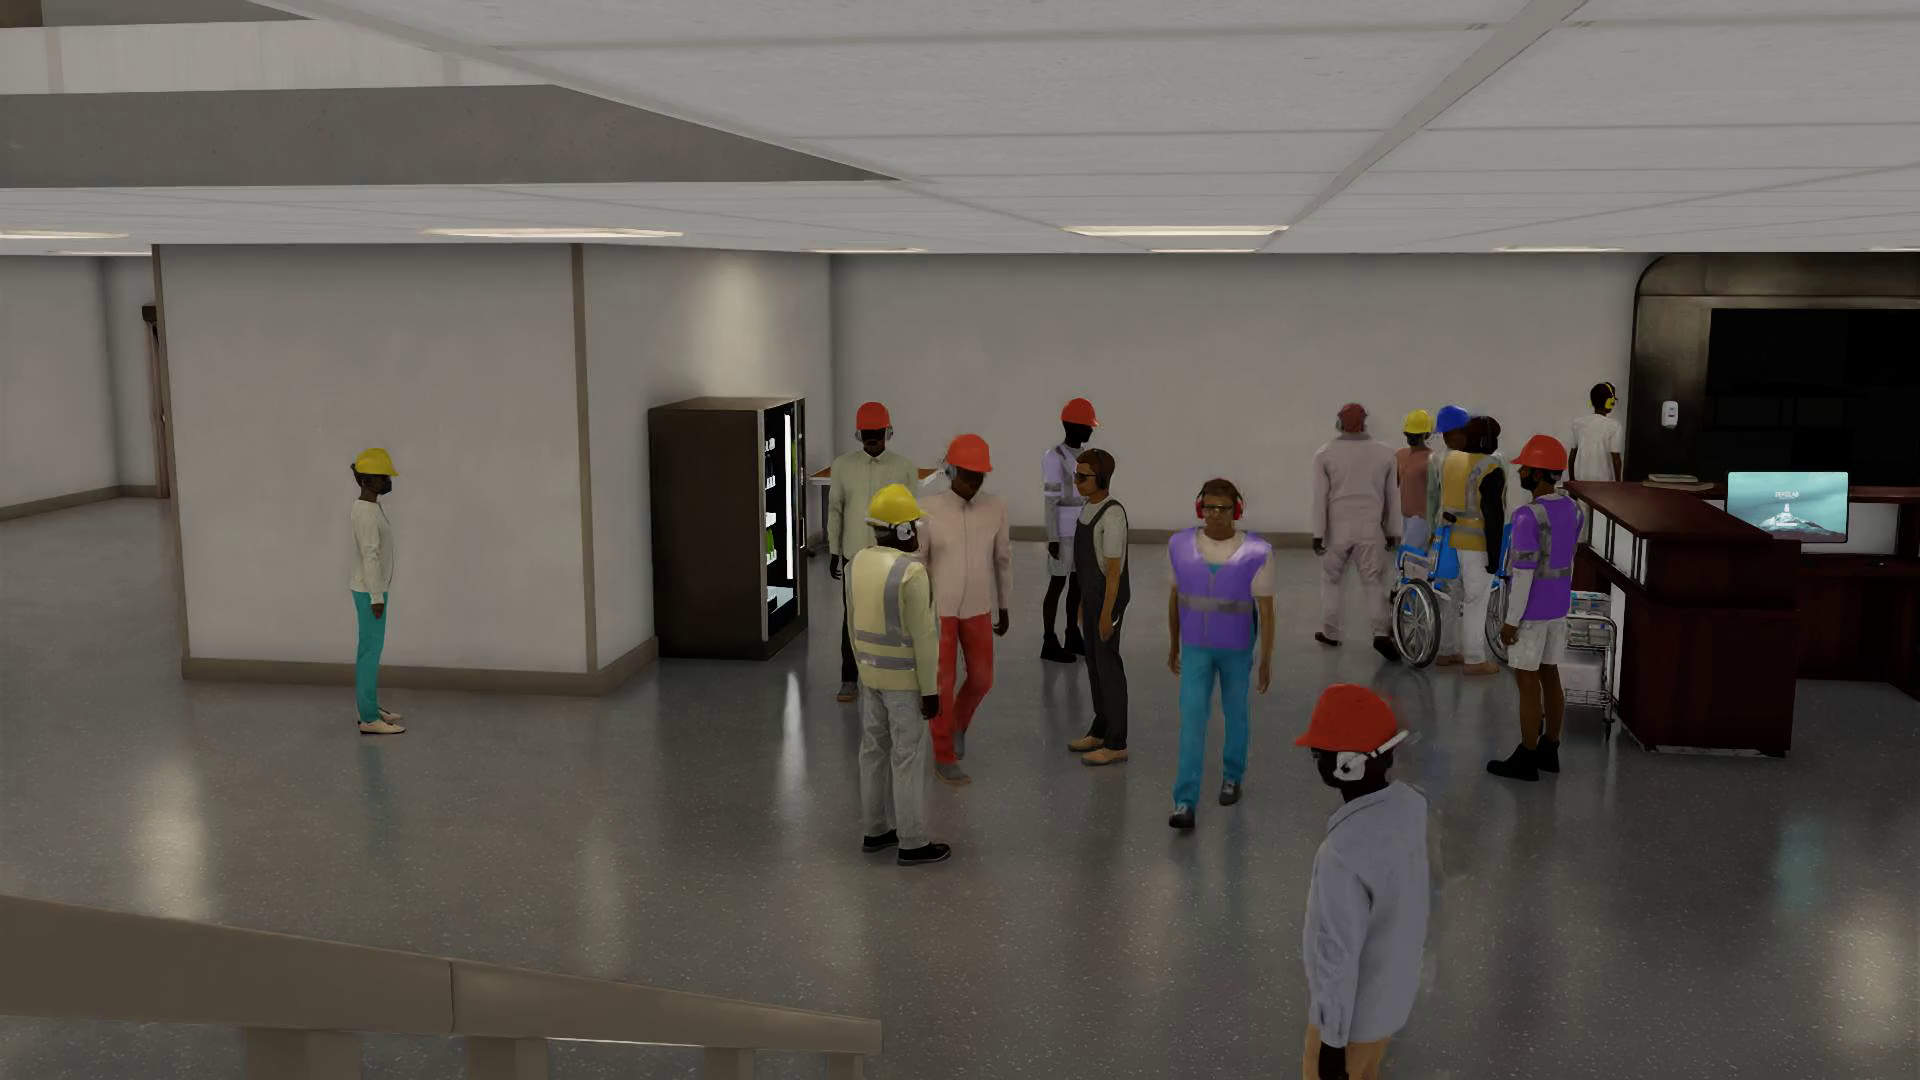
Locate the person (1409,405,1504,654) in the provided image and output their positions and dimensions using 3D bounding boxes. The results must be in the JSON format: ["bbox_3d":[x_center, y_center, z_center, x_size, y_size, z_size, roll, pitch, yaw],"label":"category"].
[{"bbox_3d":[3.779,-0.081,12.426,0.638,1.876,0.923,8,12,42],"label":"person"}]

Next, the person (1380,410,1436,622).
[{"bbox_3d":[3.564,-0.173,13.329,0.677,1.745,0.520,-2,9,-13],"label":"person"}]

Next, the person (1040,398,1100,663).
[{"bbox_3d":[0.830,-0.073,12.151,0.389,1.928,0.550,8,12,40],"label":"person"}]

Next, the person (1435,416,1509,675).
[{"bbox_3d":[3.629,0.037,11.768,0.430,1.838,0.623,-4,10,-21],"label":"person"}]

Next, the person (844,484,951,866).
[{"bbox_3d":[-0.295,0.643,8.005,0.404,1.837,0.588,-8,12,-41],"label":"person"}]

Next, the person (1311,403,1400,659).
[{"bbox_3d":[2.950,-0.073,12.346,0.667,1.868,0.865,0,9,-3],"label":"person"}]

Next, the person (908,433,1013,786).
[{"bbox_3d":[-0.013,0.371,9.269,0.665,1.969,0.580,-4,10,-22],"label":"person"}]

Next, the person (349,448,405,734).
[{"bbox_3d":[-3.603,0.309,10.285,0.328,1.765,0.532,-3,10,-20],"label":"person"}]

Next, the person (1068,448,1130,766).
[{"bbox_3d":[0.805,0.380,9.630,0.342,1.838,0.506,-2,9,-13],"label":"person"}]

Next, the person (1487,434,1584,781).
[{"bbox_3d":[3.222,0.378,9.318,0.545,1.942,0.351,-8,12,-39],"label":"person"}]

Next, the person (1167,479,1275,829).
[{"bbox_3d":[1.332,0.572,8.582,0.583,1.788,0.977,3,10,20],"label":"person"}]

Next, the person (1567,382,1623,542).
[{"bbox_3d":[5.615,-0.458,14.696,0.319,1.870,0.521,-7,11,-36],"label":"person"}]

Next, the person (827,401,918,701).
[{"bbox_3d":[-0.574,0.079,10.995,0.610,1.996,0.378,0,9,-1],"label":"person"}]

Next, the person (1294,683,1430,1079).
[{"bbox_3d":[1.141,1.245,4.565,0.524,1.735,0.565,7,11,35],"label":"person"}]
